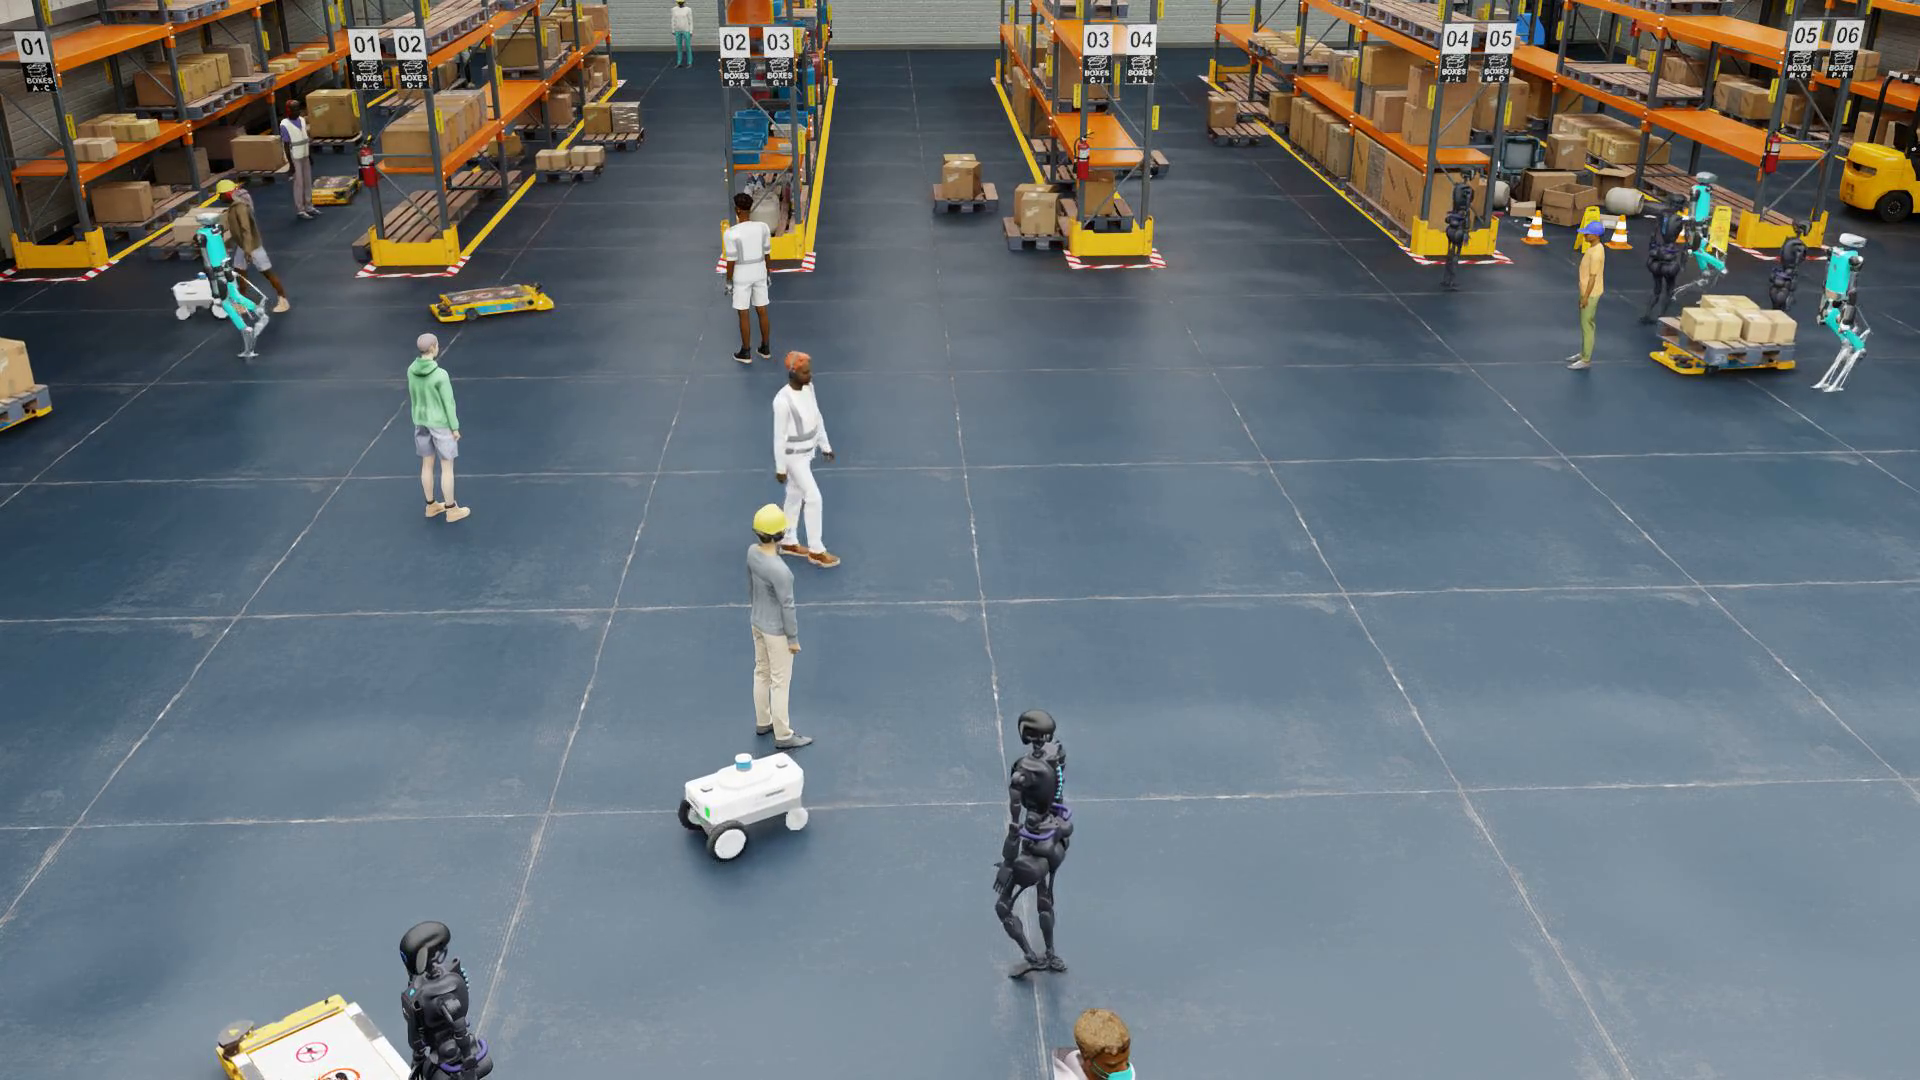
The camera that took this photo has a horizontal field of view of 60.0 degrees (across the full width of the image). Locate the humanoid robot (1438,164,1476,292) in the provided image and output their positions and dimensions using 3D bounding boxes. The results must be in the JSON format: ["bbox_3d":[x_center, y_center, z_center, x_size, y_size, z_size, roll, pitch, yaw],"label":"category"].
[{"bbox_3d":[6.616,-4.160,22.070,0.313,1.657,0.600,-1,24,-2],"label":"humanoid robot"}]

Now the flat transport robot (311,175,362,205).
[{"bbox_3d":[-10.347,-5.782,27.465,0.659,0.231,1.431,-3,24,-7],"label":"flat transport robot"}]

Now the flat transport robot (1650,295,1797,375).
[{"bbox_3d":[8.829,-2.136,19.271,1.431,0.231,0.659,-4,24,-9],"label":"flat transport robot"}]

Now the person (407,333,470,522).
[{"bbox_3d":[-4.715,-1.006,14.933,0.465,1.733,0.328,10,26,21],"label":"person"}]

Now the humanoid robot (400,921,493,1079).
[{"bbox_3d":[-2.256,2.382,7.369,0.315,1.659,0.599,-19,30,-36],"label":"humanoid robot"}]

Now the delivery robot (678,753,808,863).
[{"bbox_3d":[-1.368,1.640,10.459,0.811,0.613,0.499,-15,28,-30],"label":"delivery robot"}]

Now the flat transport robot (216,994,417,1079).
[{"bbox_3d":[-3.128,2.752,8.289,0.659,0.231,1.431,-20,31,-37],"label":"flat transport robot"}]

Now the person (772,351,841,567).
[{"bbox_3d":[-1.253,-0.689,14.064,0.757,1.854,0.592,7,25,15],"label":"person"}]

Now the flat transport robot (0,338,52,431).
[{"bbox_3d":[-10.192,-1.207,17.184,0.659,0.231,1.431,6,25,13],"label":"flat transport robot"}]

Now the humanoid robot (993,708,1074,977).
[{"bbox_3d":[0.416,1.643,9.048,0.354,1.643,0.600,14,28,29],"label":"humanoid robot"}]

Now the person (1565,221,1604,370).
[{"bbox_3d":[7.138,-2.804,19.003,0.382,1.712,0.444,7,25,14],"label":"person"}]

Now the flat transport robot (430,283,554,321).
[{"bbox_3d":[-6.001,-3.039,21.301,1.431,0.231,0.659,-12,26,-24],"label":"flat transport robot"}]

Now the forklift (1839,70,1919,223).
[{"bbox_3d":[15.132,-6.143,25.915,2.313,2.155,1.214,-1,24,-2],"label":"forklift"}]

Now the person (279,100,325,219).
[{"bbox_3d":[-10.291,-5.914,25.844,0.395,1.833,0.569,5,24,11],"label":"person"}]

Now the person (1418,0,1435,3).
[{"bbox_3d":[11.714,-13.044,41.910,0.389,1.797,0.630,-12,27,-26],"label":"person"}]

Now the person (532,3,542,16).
[{"bbox_3d":[-10.477,-12.644,40.923,0.376,1.863,0.520,8,25,17],"label":"person"}]

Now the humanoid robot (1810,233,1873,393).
[{"bbox_3d":[9.742,-2.479,18.186,0.664,1.758,0.532,-3,24,-6],"label":"humanoid robot"}]

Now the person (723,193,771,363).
[{"bbox_3d":[-2.444,-3.026,19.186,0.602,1.966,0.367,-16,29,-32],"label":"person"}]

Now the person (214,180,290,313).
[{"bbox_3d":[-8.990,-3.701,21.025,0.777,1.714,0.592,-21,31,-39],"label":"person"}]

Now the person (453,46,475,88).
[{"bbox_3d":[-11.313,-11.094,37.641,0.541,1.695,0.316,1,24,1],"label":"person"}]

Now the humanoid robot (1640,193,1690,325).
[{"bbox_3d":[8.729,-3.461,20.511,0.343,1.643,0.609,-12,27,-24],"label":"humanoid robot"}]

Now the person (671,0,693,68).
[{"bbox_3d":[-6.765,-12.379,40.468,0.574,1.753,0.371,4,24,8],"label":"person"}]

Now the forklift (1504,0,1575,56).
[{"bbox_3d":[14.700,-13.805,42.301,1.873,2.768,1.129,-1,24,-2],"label":"forklift"}]

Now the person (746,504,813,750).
[{"bbox_3d":[-1.256,0.584,11.315,0.303,1.772,0.524,-16,29,-32],"label":"person"}]

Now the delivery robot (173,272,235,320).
[{"bbox_3d":[-9.526,-3.086,21.056,0.791,0.595,0.499,-2,24,-4],"label":"delivery robot"}]

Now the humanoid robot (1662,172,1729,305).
[{"bbox_3d":[9.488,-3.766,21.133,1.012,1.743,0.569,21,31,39],"label":"humanoid robot"}]

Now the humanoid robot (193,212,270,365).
[{"bbox_3d":[-8.300,-2.834,19.171,0.710,1.895,0.538,1,24,2],"label":"humanoid robot"}]

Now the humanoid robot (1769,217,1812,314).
[{"bbox_3d":[9.597,-2.949,19.370,0.322,1.648,0.609,5,24,11],"label":"humanoid robot"}]

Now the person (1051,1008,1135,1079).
[{"bbox_3d":[0.508,2.621,6.561,0.350,1.915,0.496,20,31,37],"label":"person"}]
